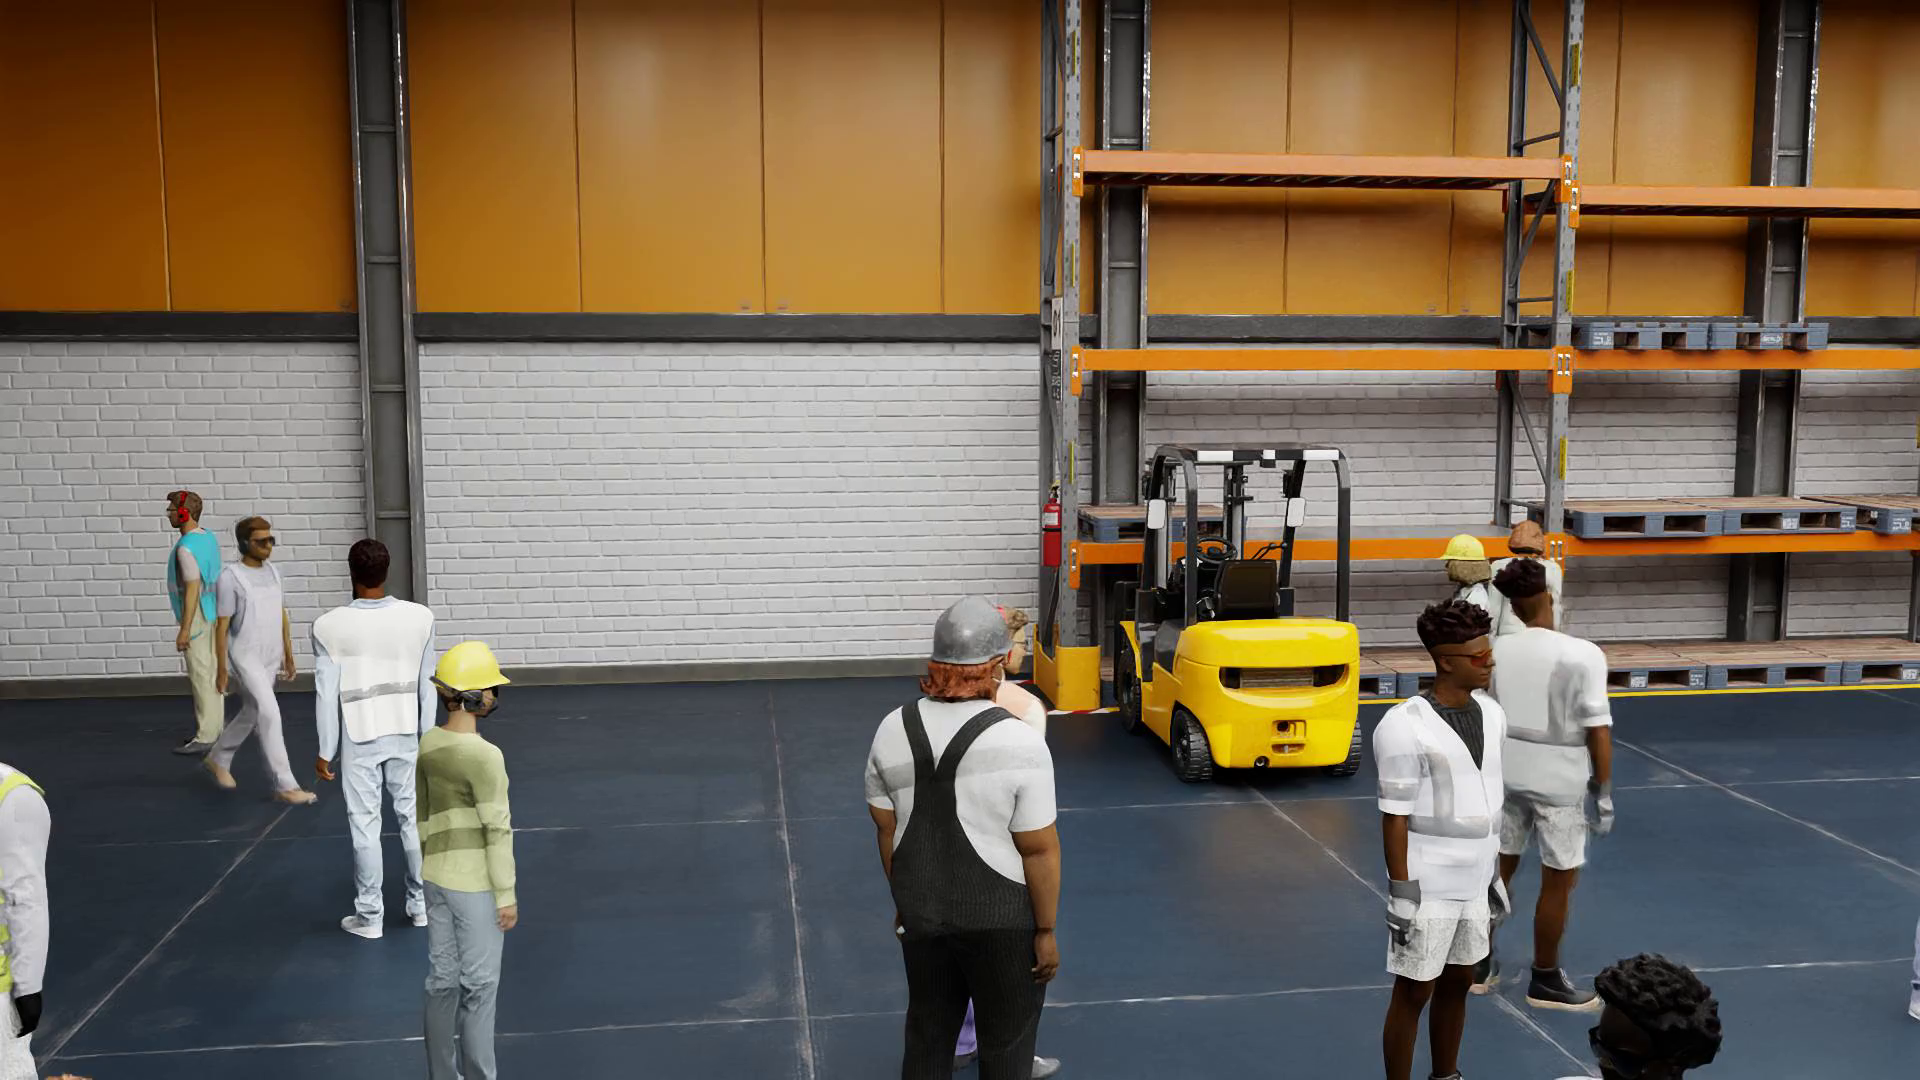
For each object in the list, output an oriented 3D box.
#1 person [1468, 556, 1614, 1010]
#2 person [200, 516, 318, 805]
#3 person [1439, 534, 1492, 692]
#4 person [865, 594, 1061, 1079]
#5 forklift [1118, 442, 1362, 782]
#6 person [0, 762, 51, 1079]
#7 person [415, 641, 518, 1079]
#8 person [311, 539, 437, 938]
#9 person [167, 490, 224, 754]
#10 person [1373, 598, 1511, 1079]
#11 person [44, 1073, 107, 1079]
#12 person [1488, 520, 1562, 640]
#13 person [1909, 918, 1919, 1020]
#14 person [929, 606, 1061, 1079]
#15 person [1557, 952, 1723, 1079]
[{"bbox_3d":[2.455,1.049,7.125,0.414,1.935,0.685,-5,8,-36],"label":"person"},{"bbox_3d":[-4.464,0.737,10.421,0.949,1.810,0.516,2,7,20],"label":"person"},{"bbox_3d":[2.970,0.834,9.802,0.324,1.743,0.490,1,7,9],"label":"person"},{"bbox_3d":[0.064,1.185,5.447,0.682,2.000,0.537,4,8,33],"label":"person"},{"bbox_3d":[1.912,0.418,11.496,1.214,2.155,2.313,-1,7,-8],"label":"forklift"},{"bbox_3d":[-3.074,1.337,5.044,0.634,1.831,0.429,0,7,4],"label":"person"},{"bbox_3d":[-1.787,1.248,6.083,0.525,1.769,0.327,6,9,43],"label":"person"},{"bbox_3d":[-2.801,0.952,8.013,0.590,1.920,0.398,-5,8,-38],"label":"person"},{"bbox_3d":[-5.339,0.571,11.659,0.391,1.848,0.563,-1,7,-10],"label":"person"},{"bbox_3d":[1.703,1.178,5.826,0.607,1.966,0.367,-5,8,-36],"label":"person"},{"bbox_3d":[-1.559,1.696,2.752,0.430,1.616,0.535,-5,8,-40],"label":"person"},{"bbox_3d":[3.953,0.675,11.676,0.501,1.631,0.286,3,7,24],"label":"person"},{"bbox_3d":[4.228,1.085,6.898,0.591,1.912,0.386,-3,7,-27],"label":"person"},{"bbox_3d":[0.104,1.174,6.412,0.563,1.839,0.394,6,9,42],"label":"person"},{"bbox_3d":[1.302,1.612,3.185,0.317,1.699,0.540,-6,9,-45],"label":"person"}]
